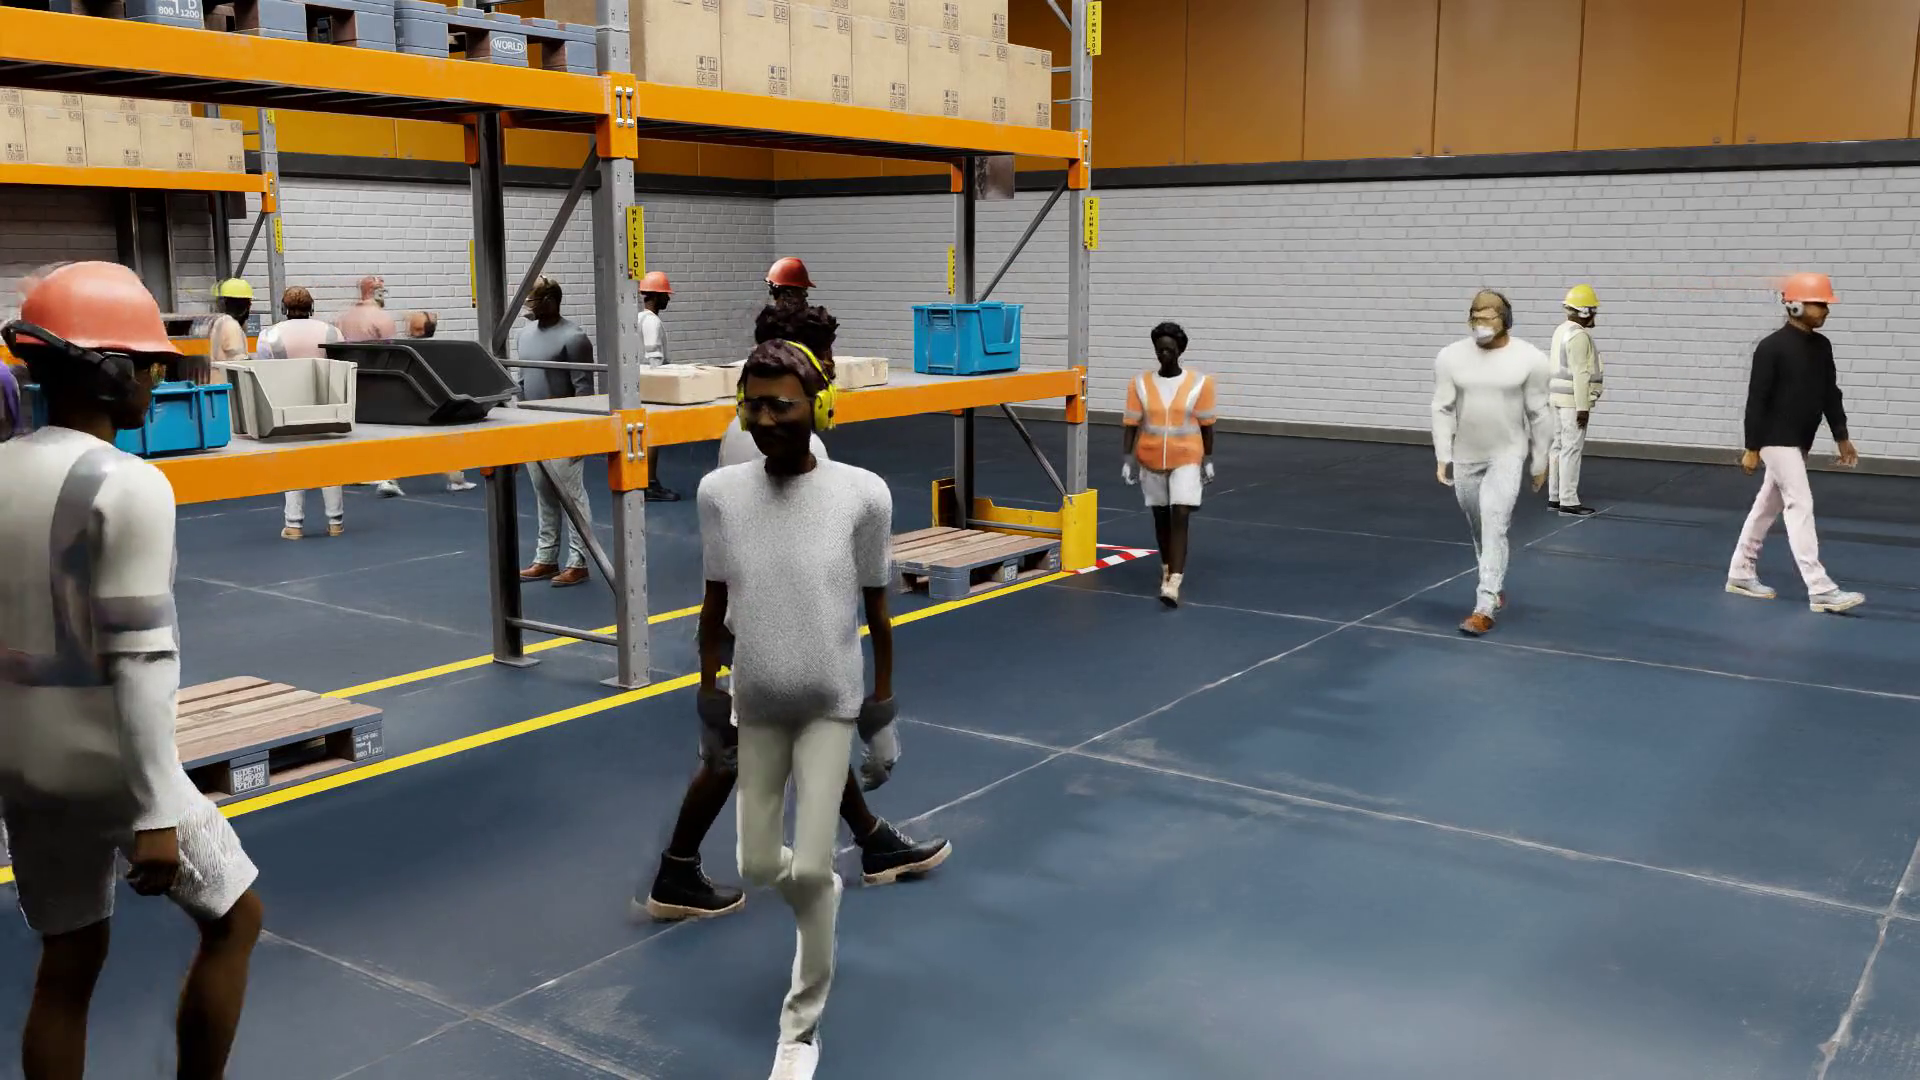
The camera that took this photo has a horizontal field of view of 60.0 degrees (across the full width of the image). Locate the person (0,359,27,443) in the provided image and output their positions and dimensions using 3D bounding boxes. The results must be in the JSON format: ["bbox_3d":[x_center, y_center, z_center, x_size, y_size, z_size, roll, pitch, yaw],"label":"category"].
[{"bbox_3d":[-5.008,-0.317,8.533,0.437,1.831,0.594,-9,13,-42],"label":"person"}]

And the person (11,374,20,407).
[{"bbox_3d":[-5.807,-0.453,9.961,0.314,1.629,0.509,1,10,8],"label":"person"}]

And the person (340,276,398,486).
[{"bbox_3d":[-5.240,-1.448,15.147,0.656,1.874,0.853,8,12,39],"label":"person"}]

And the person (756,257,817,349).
[{"bbox_3d":[-1.115,-0.815,10.883,0.378,2.041,0.616,-5,11,-26],"label":"person"}]

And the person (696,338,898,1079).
[{"bbox_3d":[-0.396,0.410,4.191,0.512,1.851,0.705,2,10,10],"label":"person"}]

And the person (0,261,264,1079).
[{"bbox_3d":[-1.714,0.447,3.453,0.616,2.014,0.682,5,11,30],"label":"person"}]

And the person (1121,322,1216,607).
[{"bbox_3d":[1.206,-0.443,9.802,0.546,1.650,0.848,3,10,18],"label":"person"}]

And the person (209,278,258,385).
[{"bbox_3d":[-6.205,-1.291,14.235,0.979,1.875,0.597,-4,10,-22],"label":"person"}]

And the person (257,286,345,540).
[{"bbox_3d":[-4.779,-0.923,12.130,0.626,1.844,0.429,-6,11,-33],"label":"person"}]

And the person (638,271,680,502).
[{"bbox_3d":[-2.567,-1.293,14.045,0.372,1.934,0.551,-4,10,-21],"label":"person"}]

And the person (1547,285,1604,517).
[{"bbox_3d":[4.893,-1.102,13.227,0.404,1.830,0.594,1,10,3],"label":"person"}]

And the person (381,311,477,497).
[{"bbox_3d":[-4.656,-1.176,14.371,0.516,1.597,0.868,6,11,31],"label":"person"}]

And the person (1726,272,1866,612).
[{"bbox_3d":[4.934,-0.568,9.683,0.630,1.950,0.990,-7,12,-36],"label":"person"}]

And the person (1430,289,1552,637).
[{"bbox_3d":[2.962,-0.452,9.278,0.617,1.884,1.067,6,11,33],"label":"person"}]

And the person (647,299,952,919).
[{"bbox_3d":[-0.527,0.219,5.137,1.026,1.907,0.613,-4,10,-20],"label":"person"}]

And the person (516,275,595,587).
[{"bbox_3d":[-2.531,-0.675,10.371,0.629,1.937,0.378,7,12,36],"label":"person"}]
